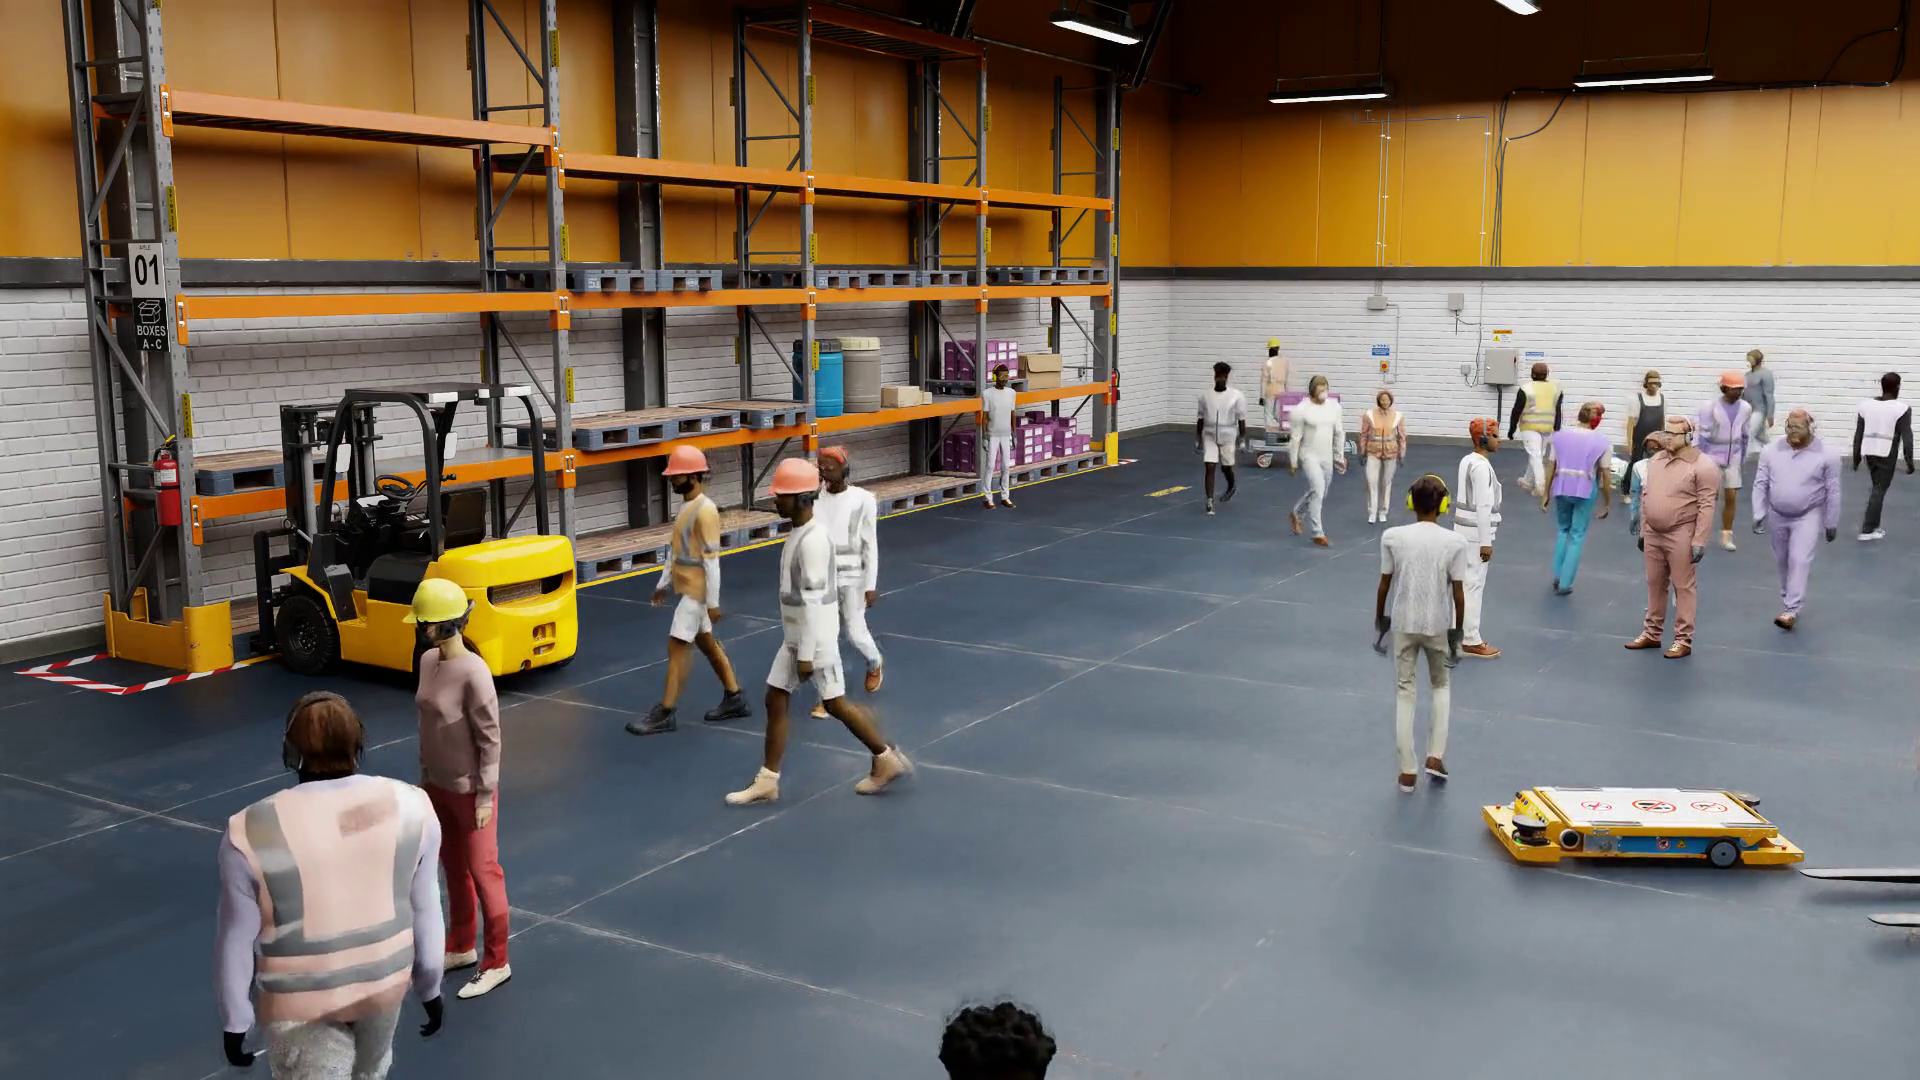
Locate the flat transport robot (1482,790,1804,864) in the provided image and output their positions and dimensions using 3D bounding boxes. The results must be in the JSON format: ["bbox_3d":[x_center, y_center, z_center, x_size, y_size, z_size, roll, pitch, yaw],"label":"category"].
[{"bbox_3d":[3.549,1.486,8.709,1.431,0.197,0.652,0,9,2],"label":"flat transport robot"}]

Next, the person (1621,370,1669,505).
[{"bbox_3d":[8.737,-1.278,21.258,0.519,1.805,0.982,0,9,2],"label":"person"}]

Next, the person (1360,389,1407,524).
[{"bbox_3d":[5.070,-0.987,19.934,0.541,1.610,0.699,2,9,13],"label":"person"}]

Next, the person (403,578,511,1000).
[{"bbox_3d":[-2.107,1.026,6.937,0.527,1.765,0.328,9,13,44],"label":"person"}]

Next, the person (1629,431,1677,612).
[{"bbox_3d":[6.211,-0.162,14.768,0.399,1.618,0.547,-8,12,-41],"label":"person"}]

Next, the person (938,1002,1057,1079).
[{"bbox_3d":[0.073,1.660,3.256,0.534,1.669,0.739,-2,9,-13],"label":"person"}]

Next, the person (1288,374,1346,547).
[{"bbox_3d":[3.920,-0.910,18.583,0.635,1.911,0.892,-4,10,-25],"label":"person"}]

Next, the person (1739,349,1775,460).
[{"bbox_3d":[11.710,-1.858,24.528,1.005,1.889,0.651,0,9,-1],"label":"person"}]

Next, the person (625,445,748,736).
[{"bbox_3d":[-1.794,0.314,10.978,0.861,1.900,0.550,-3,10,-21],"label":"person"}]

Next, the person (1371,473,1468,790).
[{"bbox_3d":[2.682,0.530,9.763,0.529,1.854,0.515,3,9,16],"label":"person"}]

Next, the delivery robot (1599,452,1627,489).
[{"bbox_3d":[8.911,-0.956,22.745,0.477,0.478,0.707,5,11,28],"label":"delivery robot"}]

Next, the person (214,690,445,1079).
[{"bbox_3d":[-1.828,1.335,4.885,0.631,1.806,0.917,-7,11,-37],"label":"person"}]

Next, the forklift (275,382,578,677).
[{"bbox_3d":[-3.974,-0.067,12.417,2.313,2.155,1.214,5,11,30],"label":"forklift"}]

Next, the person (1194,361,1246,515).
[{"bbox_3d":[3.295,-1.308,21.005,0.649,1.930,0.826,3,10,17],"label":"person"}]

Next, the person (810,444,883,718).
[{"bbox_3d":[-0.803,0.254,11.452,0.583,1.865,0.778,3,10,19],"label":"person"}]

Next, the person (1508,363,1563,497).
[{"bbox_3d":[7.821,-1.511,22.676,0.645,1.789,0.971,-1,9,-9],"label":"person"}]

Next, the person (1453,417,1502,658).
[{"bbox_3d":[4.081,-0.023,13.112,0.354,1.883,0.573,1,9,4],"label":"person"}]

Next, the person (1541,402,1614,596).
[{"bbox_3d":[5.810,-0.392,15.610,0.602,1.813,0.642,7,12,38],"label":"person"}]

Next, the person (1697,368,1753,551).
[{"bbox_3d":[8.307,-0.900,18.213,0.622,2.008,0.759,-1,9,-4],"label":"person"}]

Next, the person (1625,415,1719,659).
[{"bbox_3d":[5.592,-0.032,13.086,0.407,1.911,0.639,-4,10,-25],"label":"person"}]

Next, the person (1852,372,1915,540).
[{"bbox_3d":[10.491,-0.945,18.808,0.669,1.891,0.609,-4,10,-25],"label":"person"}]

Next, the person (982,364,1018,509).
[{"bbox_3d":[0.509,-1.324,21.310,0.515,1.862,0.328,-5,10,-27],"label":"person"}]

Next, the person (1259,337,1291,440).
[{"bbox_3d":[5.443,-2.535,28.712,0.588,1.913,0.536,-5,10,-29],"label":"person"}]

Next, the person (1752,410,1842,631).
[{"bbox_3d":[7.052,-0.172,14.113,0.961,1.853,0.639,-9,12,-43],"label":"person"}]

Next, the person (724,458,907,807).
[{"bbox_3d":[-0.788,0.521,9.403,1.034,2.000,0.616,-3,10,-17],"label":"person"}]
